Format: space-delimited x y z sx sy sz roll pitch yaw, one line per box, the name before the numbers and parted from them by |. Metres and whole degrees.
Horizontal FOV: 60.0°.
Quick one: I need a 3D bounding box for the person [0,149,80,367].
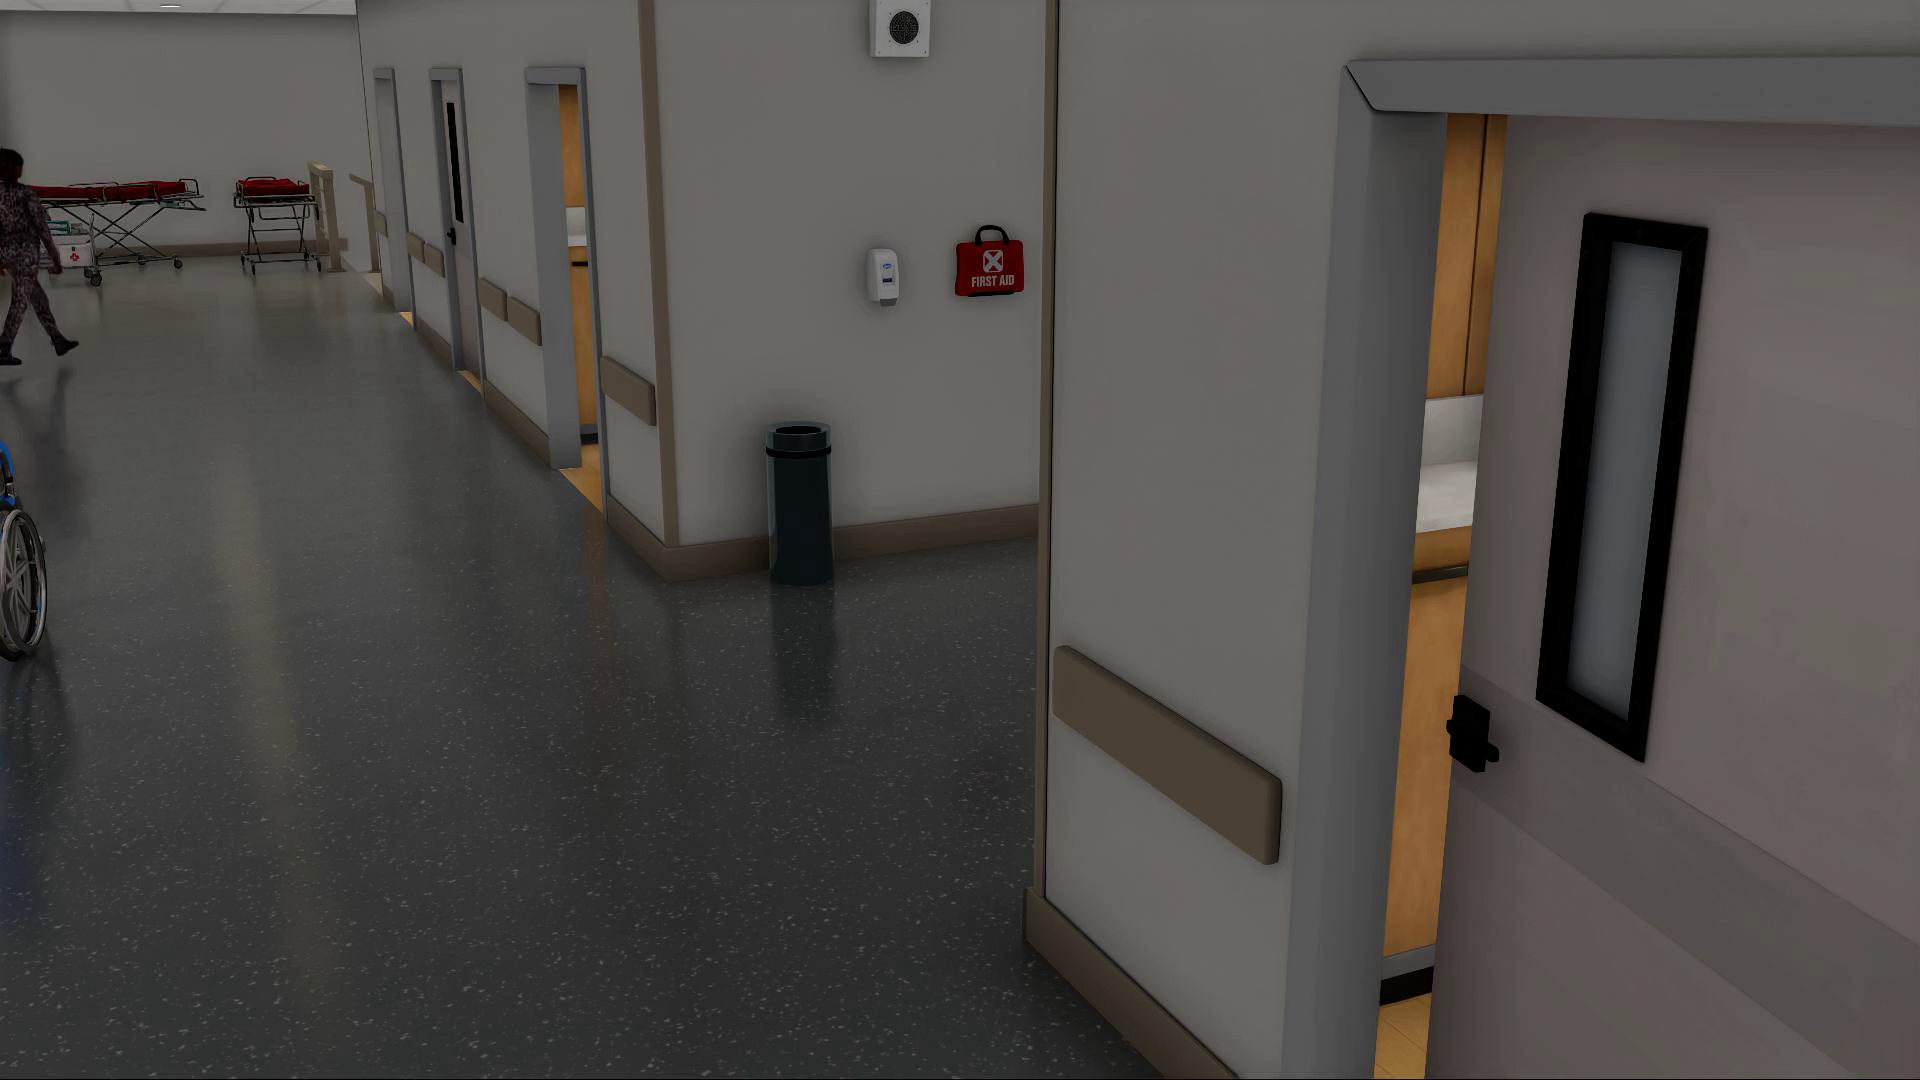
person | -7.387 -2.154 12.997 1.036 1.661 1.211 3 16 10
